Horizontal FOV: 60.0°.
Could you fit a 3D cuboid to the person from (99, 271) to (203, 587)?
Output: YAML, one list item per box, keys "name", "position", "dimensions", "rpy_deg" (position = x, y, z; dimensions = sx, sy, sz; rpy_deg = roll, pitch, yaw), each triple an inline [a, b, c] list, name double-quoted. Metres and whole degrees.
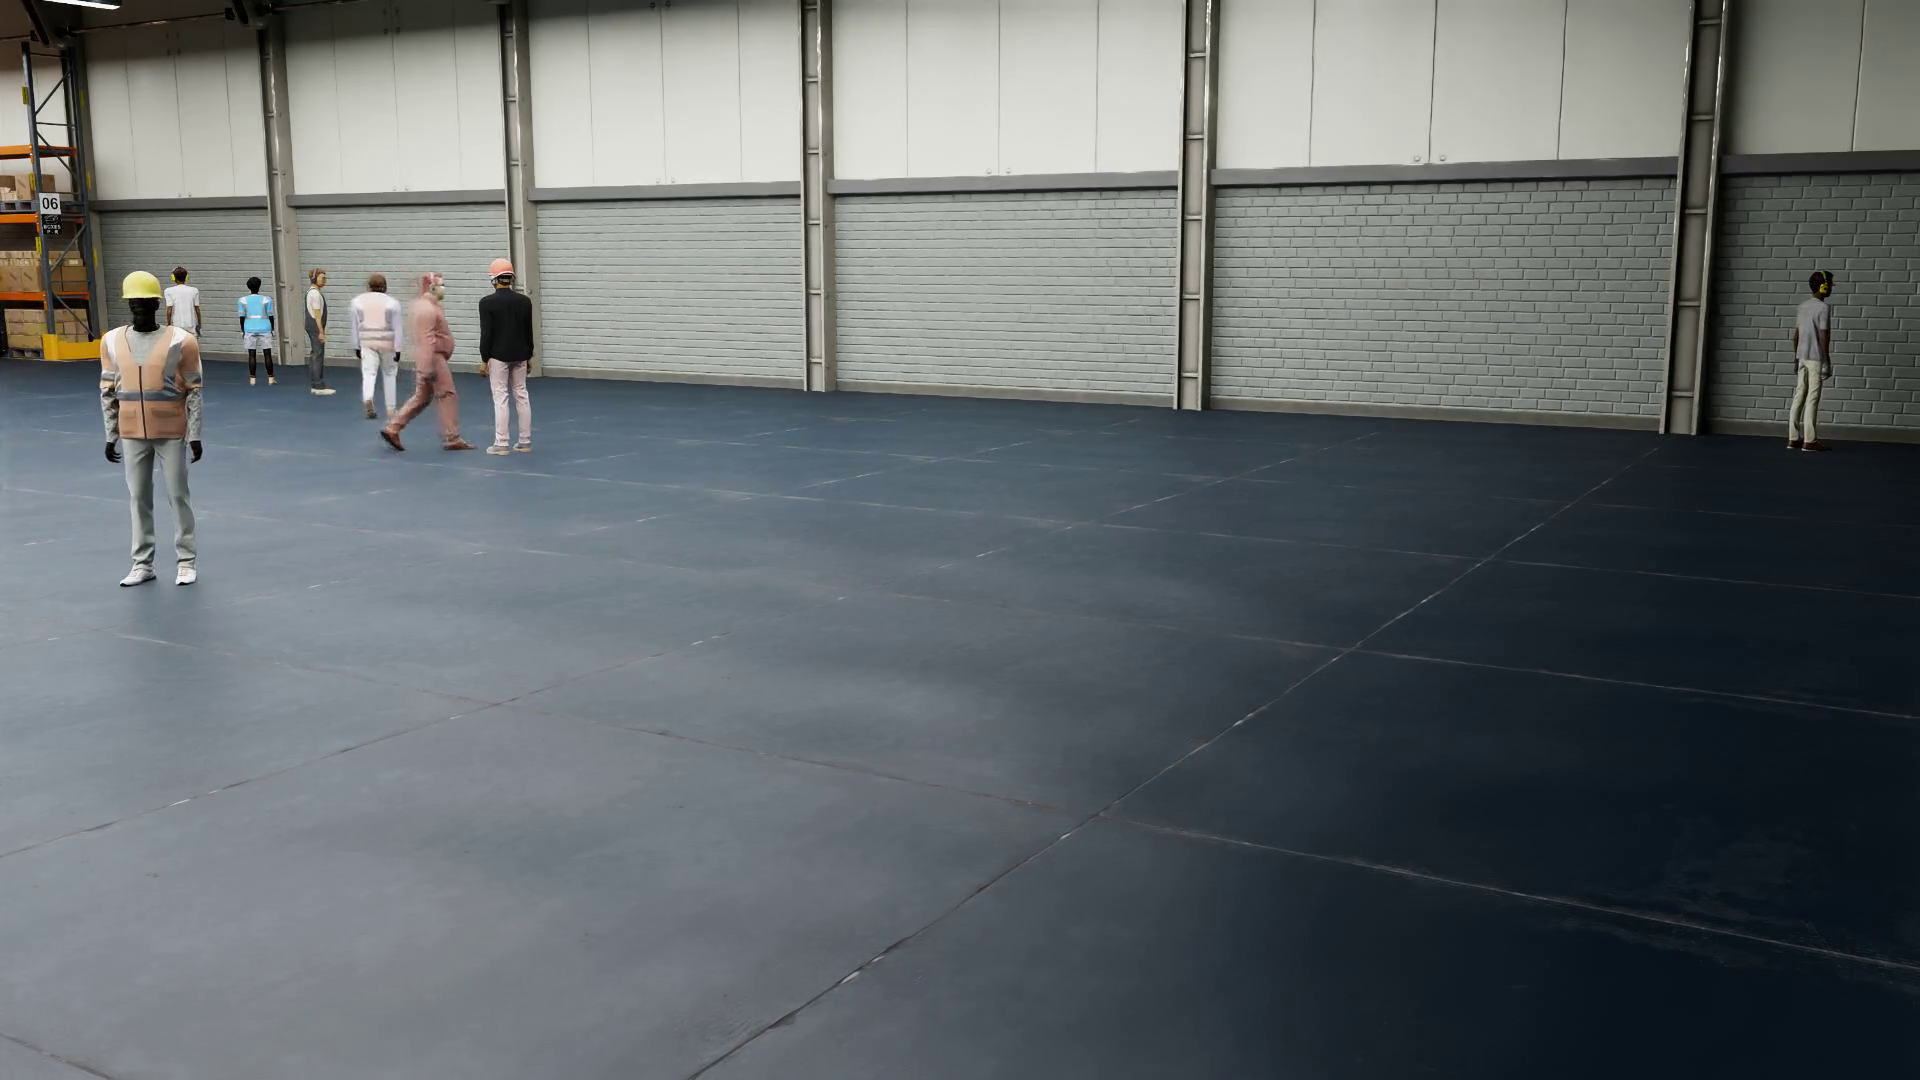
- name: "person"
  position: [-4.958, -0.676, 10.217]
  dimensions: [0.593, 1.930, 0.355]
  rpy_deg: [-1, 10, -6]

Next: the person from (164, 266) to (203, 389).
- name: "person"
  position: [-11.779, -3.206, 25.233]
  dimensions: [0.514, 1.864, 0.332]
  rpy_deg: [-8, 13, -39]

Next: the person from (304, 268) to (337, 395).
- name: "person"
  position: [-9.381, -3.038, 24.312]
  dimensions: [0.351, 1.842, 0.507]
  rpy_deg: [-5, 11, -29]

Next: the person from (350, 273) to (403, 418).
- name: "person"
  position: [-7.296, -2.428, 20.822]
  dimensions: [0.624, 1.819, 0.819]
  rpy_deg: [-1, 10, -8]

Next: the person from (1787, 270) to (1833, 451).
- name: "person"
  position: [8.900, -1.864, 17.346]
  dimensions: [0.332, 1.874, 0.520]
  rpy_deg: [-1, 10, -7]

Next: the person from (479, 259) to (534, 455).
- name: "person"
  position: [-4.641, -1.868, 17.012]
  dimensions: [0.381, 1.994, 0.620]
  rpy_deg: [8, 13, 41]

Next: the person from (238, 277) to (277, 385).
- name: "person"
  position: [-11.006, -3.266, 26.064]
  dimensions: [0.533, 1.697, 0.319]
  rpy_deg: [-3, 10, -19]

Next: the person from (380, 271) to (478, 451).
- name: "person"
  position: [-5.559, -1.838, 17.238]
  dimensions: [0.907, 1.879, 0.645]
  rpy_deg: [-4, 11, -23]
